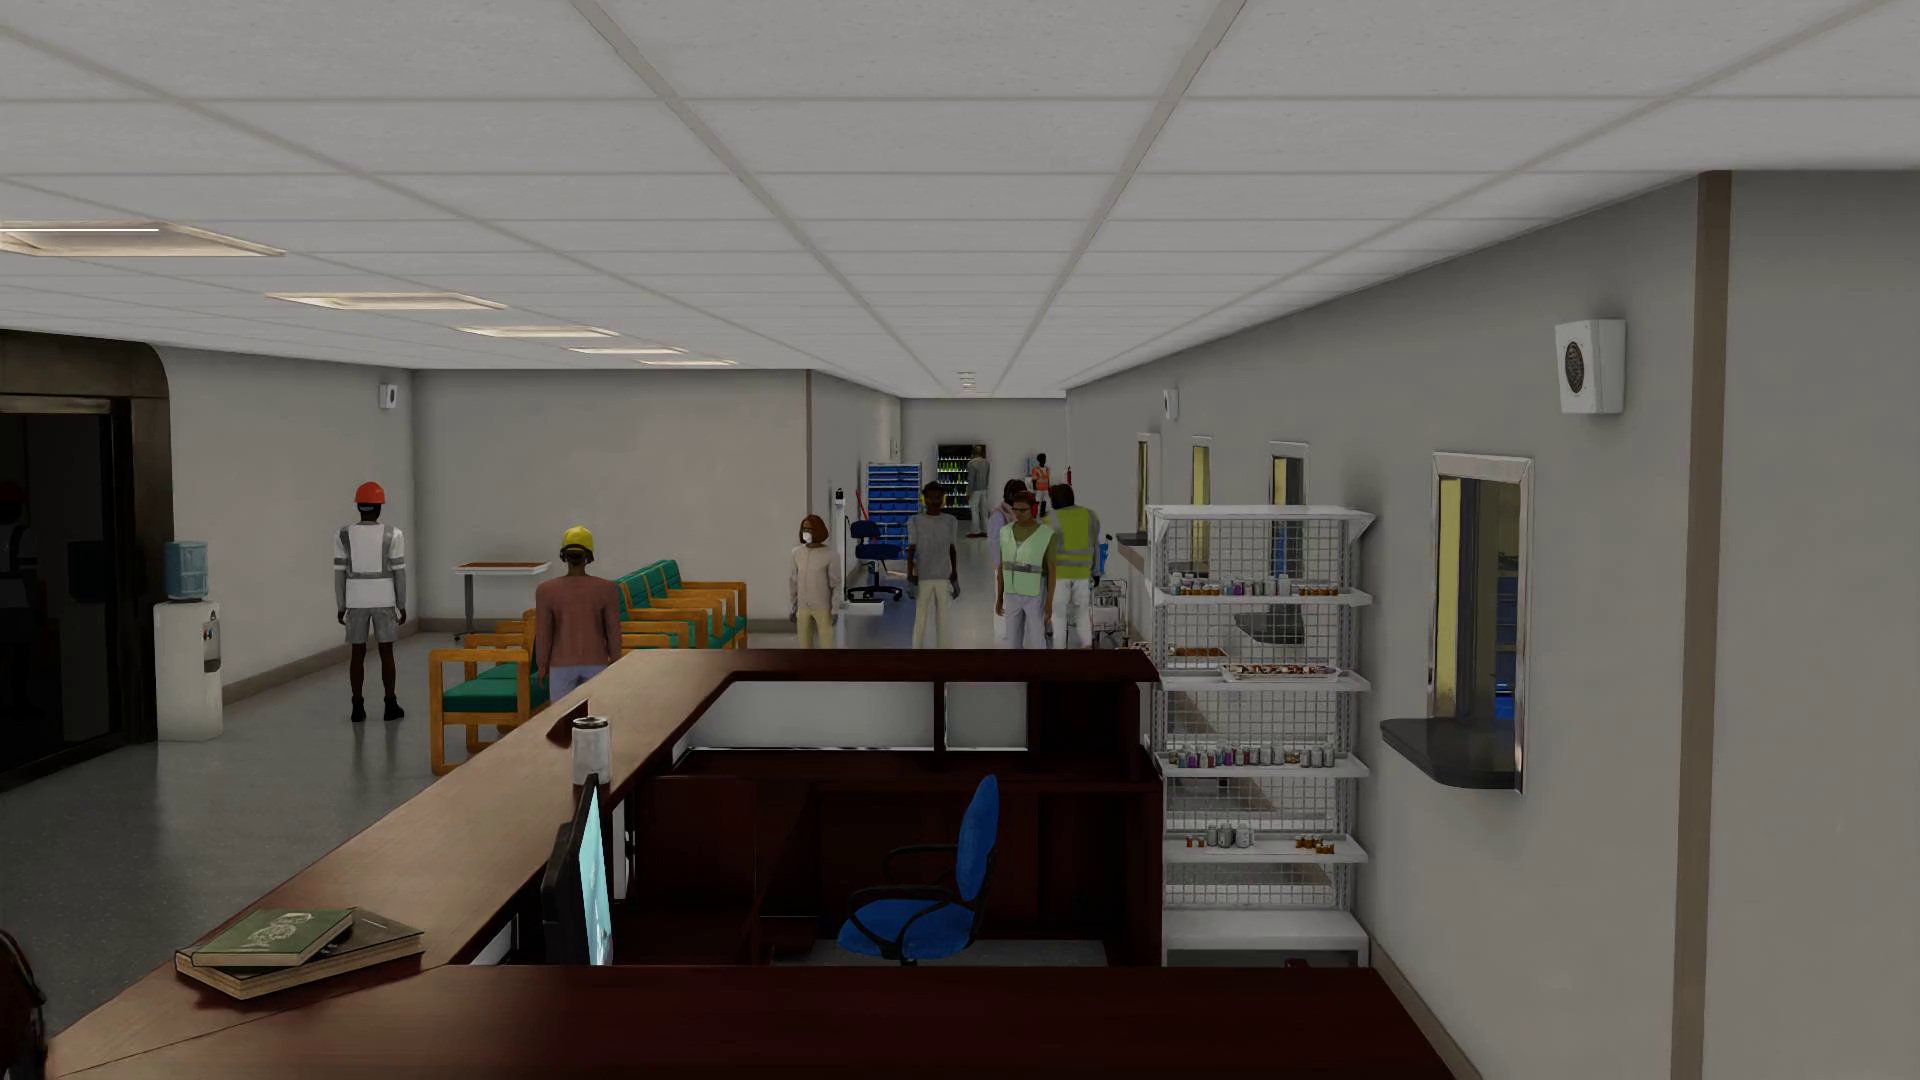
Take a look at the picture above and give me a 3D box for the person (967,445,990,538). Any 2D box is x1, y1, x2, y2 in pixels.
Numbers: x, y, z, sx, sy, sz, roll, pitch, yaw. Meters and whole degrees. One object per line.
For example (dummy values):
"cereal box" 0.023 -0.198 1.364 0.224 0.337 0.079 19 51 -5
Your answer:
"person" 0.372 -1.003 34.484 0.358 1.937 0.635 4 6 42

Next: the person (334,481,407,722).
"person" -4.749 0.497 13.423 0.551 1.936 0.357 -1 4 -10

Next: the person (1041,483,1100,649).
"person" 1.072 0.340 16.484 0.652 1.811 0.447 -1 4 -18

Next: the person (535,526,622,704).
"person" -2.393 0.795 10.439 0.533 1.765 0.318 -1 4 -16

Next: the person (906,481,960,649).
"person" -0.256 0.371 15.673 0.532 1.868 0.307 -1 4 -18

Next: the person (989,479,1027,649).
"person" 0.544 0.297 16.951 0.429 1.837 0.621 2 5 28

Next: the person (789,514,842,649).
"person" -1.236 0.596 14.137 0.501 1.633 0.285 2 5 28

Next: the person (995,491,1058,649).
"person" 0.565 0.498 14.096 0.564 1.838 0.388 3 5 33

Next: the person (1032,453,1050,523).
"person" 1.868 -1.156 38.286 0.540 1.695 0.318 -4 5 -41

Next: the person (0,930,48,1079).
"person" -1.196 1.365 1.992 0.633 1.835 0.429 -2 5 -30
